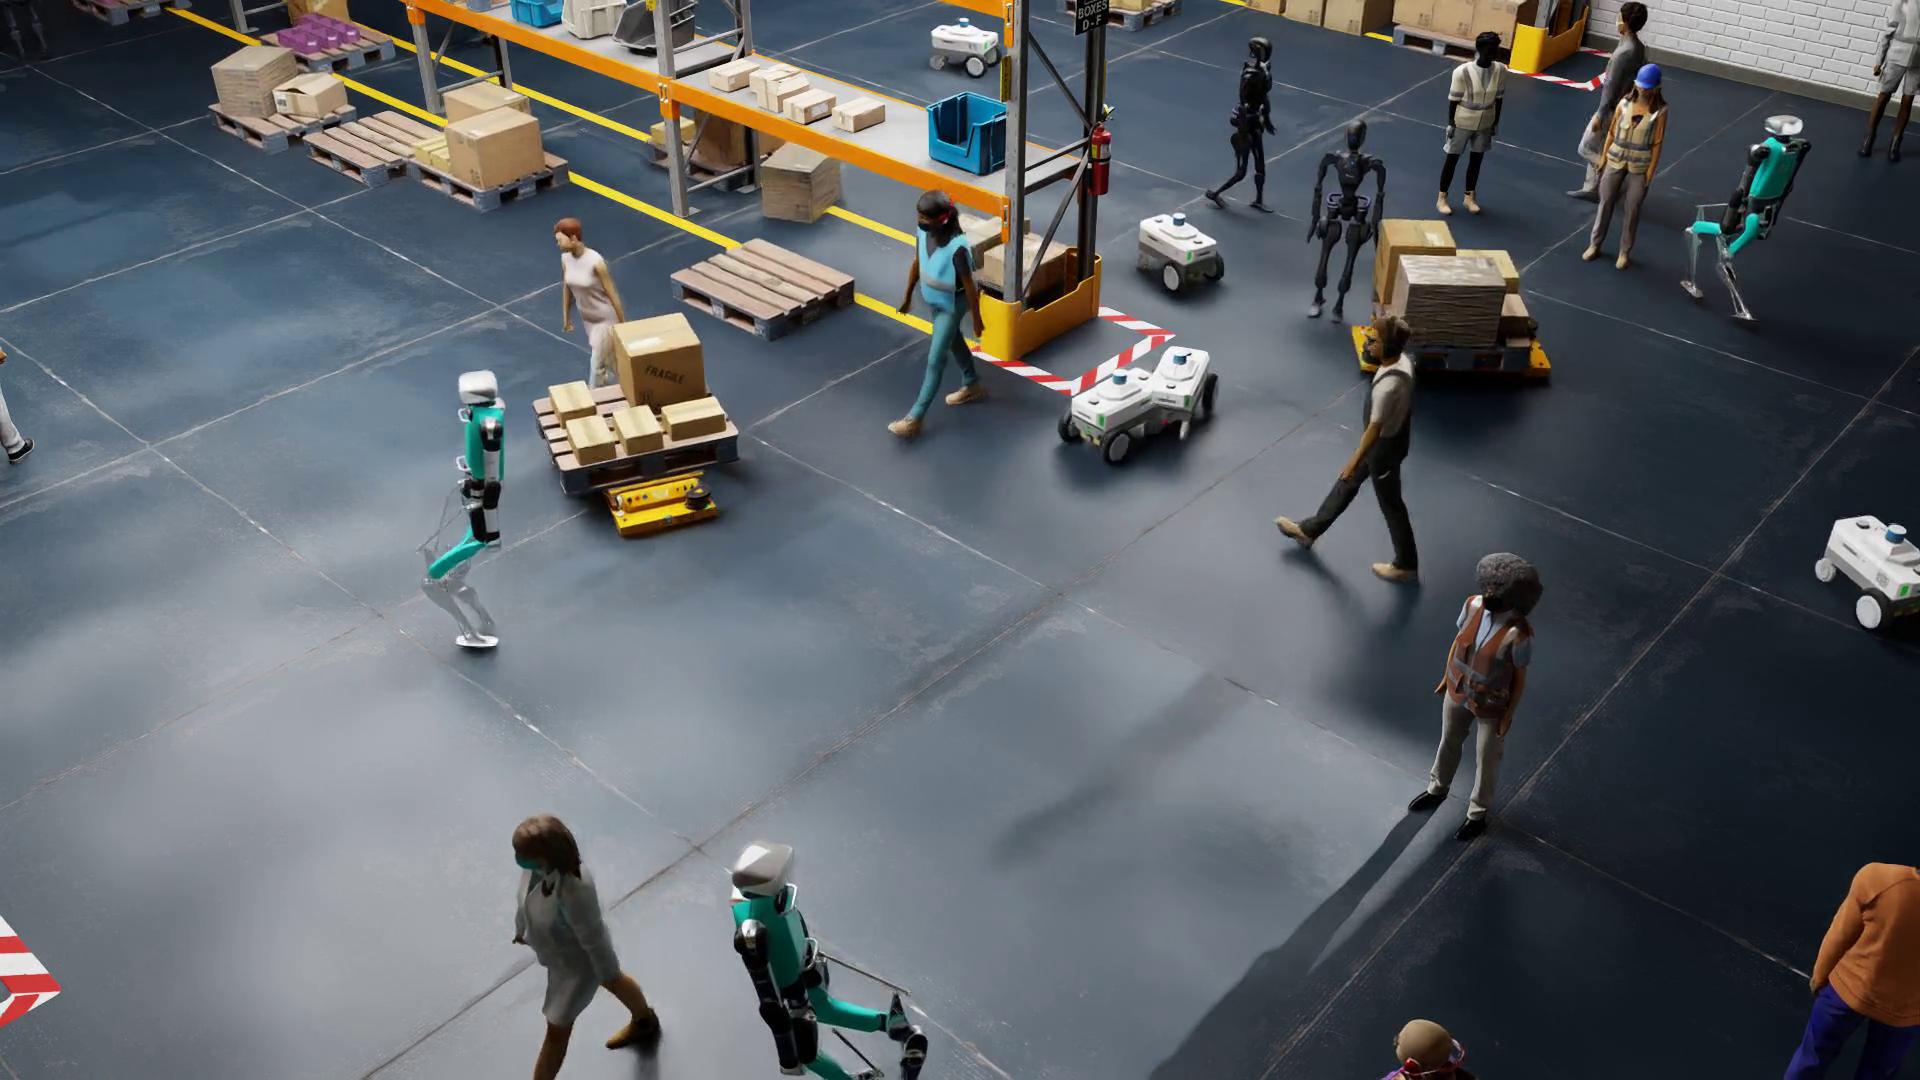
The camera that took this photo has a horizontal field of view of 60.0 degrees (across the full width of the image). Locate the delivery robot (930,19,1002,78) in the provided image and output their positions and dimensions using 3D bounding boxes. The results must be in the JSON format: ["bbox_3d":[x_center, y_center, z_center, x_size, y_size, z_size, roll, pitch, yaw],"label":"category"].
[{"bbox_3d":[0.069,-5.483,18.517,0.805,0.612,0.499,14,37,20],"label":"delivery robot"}]

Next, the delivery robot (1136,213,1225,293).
[{"bbox_3d":[1.853,-2.475,14.146,0.499,0.597,0.798,-21,40,-27],"label":"delivery robot"}]

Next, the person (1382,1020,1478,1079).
[{"bbox_3d":[1.617,2.369,6.122,0.347,1.692,0.484,23,41,30],"label":"person"}]

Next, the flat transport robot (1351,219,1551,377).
[{"bbox_3d":[3.832,-1.522,13.016,1.431,0.231,0.659,2,35,3],"label":"flat transport robot"}]

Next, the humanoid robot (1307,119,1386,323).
[{"bbox_3d":[3.076,-2.529,13.232,0.592,1.657,0.337,10,36,14],"label":"humanoid robot"}]

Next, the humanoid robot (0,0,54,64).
[{"bbox_3d":[-10.613,-6.182,18.528,0.598,1.653,0.425,-8,35,-11],"label":"humanoid robot"}]

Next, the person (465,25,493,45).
[{"bbox_3d":[-5.645,-6.618,19.139,0.564,1.698,0.922,-28,43,-34],"label":"person"}]

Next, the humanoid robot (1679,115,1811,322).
[{"bbox_3d":[6.205,-2.622,13.334,0.535,1.744,1.014,-12,36,-16],"label":"humanoid robot"}]

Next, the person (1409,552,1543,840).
[{"bbox_3d":[2.632,0.784,8.421,0.308,1.690,0.438,-24,41,-30],"label":"person"}]

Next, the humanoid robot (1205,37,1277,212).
[{"bbox_3d":[2.601,-3.761,15.043,0.628,1.638,0.607,21,40,27],"label":"humanoid robot"}]

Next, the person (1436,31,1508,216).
[{"bbox_3d":[4.621,-3.757,15.002,0.532,1.691,0.319,-6,35,-8],"label":"person"}]

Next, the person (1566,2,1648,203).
[{"bbox_3d":[5.937,-3.911,15.058,0.511,1.877,0.549,25,42,31],"label":"person"}]

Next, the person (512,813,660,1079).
[{"bbox_3d":[-1.718,1.765,7.065,0.913,1.601,0.527,-23,41,-29],"label":"person"}]

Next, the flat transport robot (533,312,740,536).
[{"bbox_3d":[-2.209,-0.528,11.575,0.659,0.231,1.431,-13,37,-19],"label":"flat transport robot"}]

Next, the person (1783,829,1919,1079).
[{"bbox_3d":[3.713,1.806,6.698,0.515,1.976,0.408,20,39,26],"label":"person"}]

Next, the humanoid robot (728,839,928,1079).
[{"bbox_3d":[-0.442,1.925,6.756,1.013,1.741,0.533,2,35,4],"label":"humanoid robot"}]

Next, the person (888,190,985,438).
[{"bbox_3d":[-0.164,-1.639,11.821,1.007,1.811,0.635,-24,41,-30],"label":"person"}]

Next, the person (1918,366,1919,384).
[{"bbox_3d":[7.533,-1.954,12.322,0.324,1.768,0.524,19,39,26],"label":"person"}]

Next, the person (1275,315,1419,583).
[{"bbox_3d":[2.523,-0.573,10.308,0.979,1.791,0.540,11,36,16],"label":"person"}]

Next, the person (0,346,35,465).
[{"bbox_3d":[-6.869,-1.333,11.366,0.599,1.829,0.404,-6,35,-9],"label":"person"}]

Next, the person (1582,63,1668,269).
[{"bbox_3d":[5.647,-3.161,14.066,0.467,1.771,0.336,23,41,29],"label":"person"}]

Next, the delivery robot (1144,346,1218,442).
[{"bbox_3d":[1.592,-1.120,12.164,0.499,0.576,0.768,11,36,16],"label":"delivery robot"}]

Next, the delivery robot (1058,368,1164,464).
[{"bbox_3d":[1.117,-0.932,11.912,0.791,0.598,0.499,-27,43,-34],"label":"delivery robot"}]

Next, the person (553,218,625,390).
[{"bbox_3d":[-2.620,-1.531,11.832,0.466,1.606,0.821,25,42,31],"label":"person"}]

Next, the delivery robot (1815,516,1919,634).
[{"bbox_3d":[5.715,0.176,10.293,0.499,0.583,0.777,-8,35,-12],"label":"delivery robot"}]

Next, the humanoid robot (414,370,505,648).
[{"bbox_3d":[-2.939,-0.091,9.711,0.763,1.841,0.531,-14,37,-19],"label":"humanoid robot"}]

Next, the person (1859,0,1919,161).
[{"bbox_3d":[9.152,-4.633,16.071,0.547,1.924,0.387,14,37,19],"label":"person"}]
